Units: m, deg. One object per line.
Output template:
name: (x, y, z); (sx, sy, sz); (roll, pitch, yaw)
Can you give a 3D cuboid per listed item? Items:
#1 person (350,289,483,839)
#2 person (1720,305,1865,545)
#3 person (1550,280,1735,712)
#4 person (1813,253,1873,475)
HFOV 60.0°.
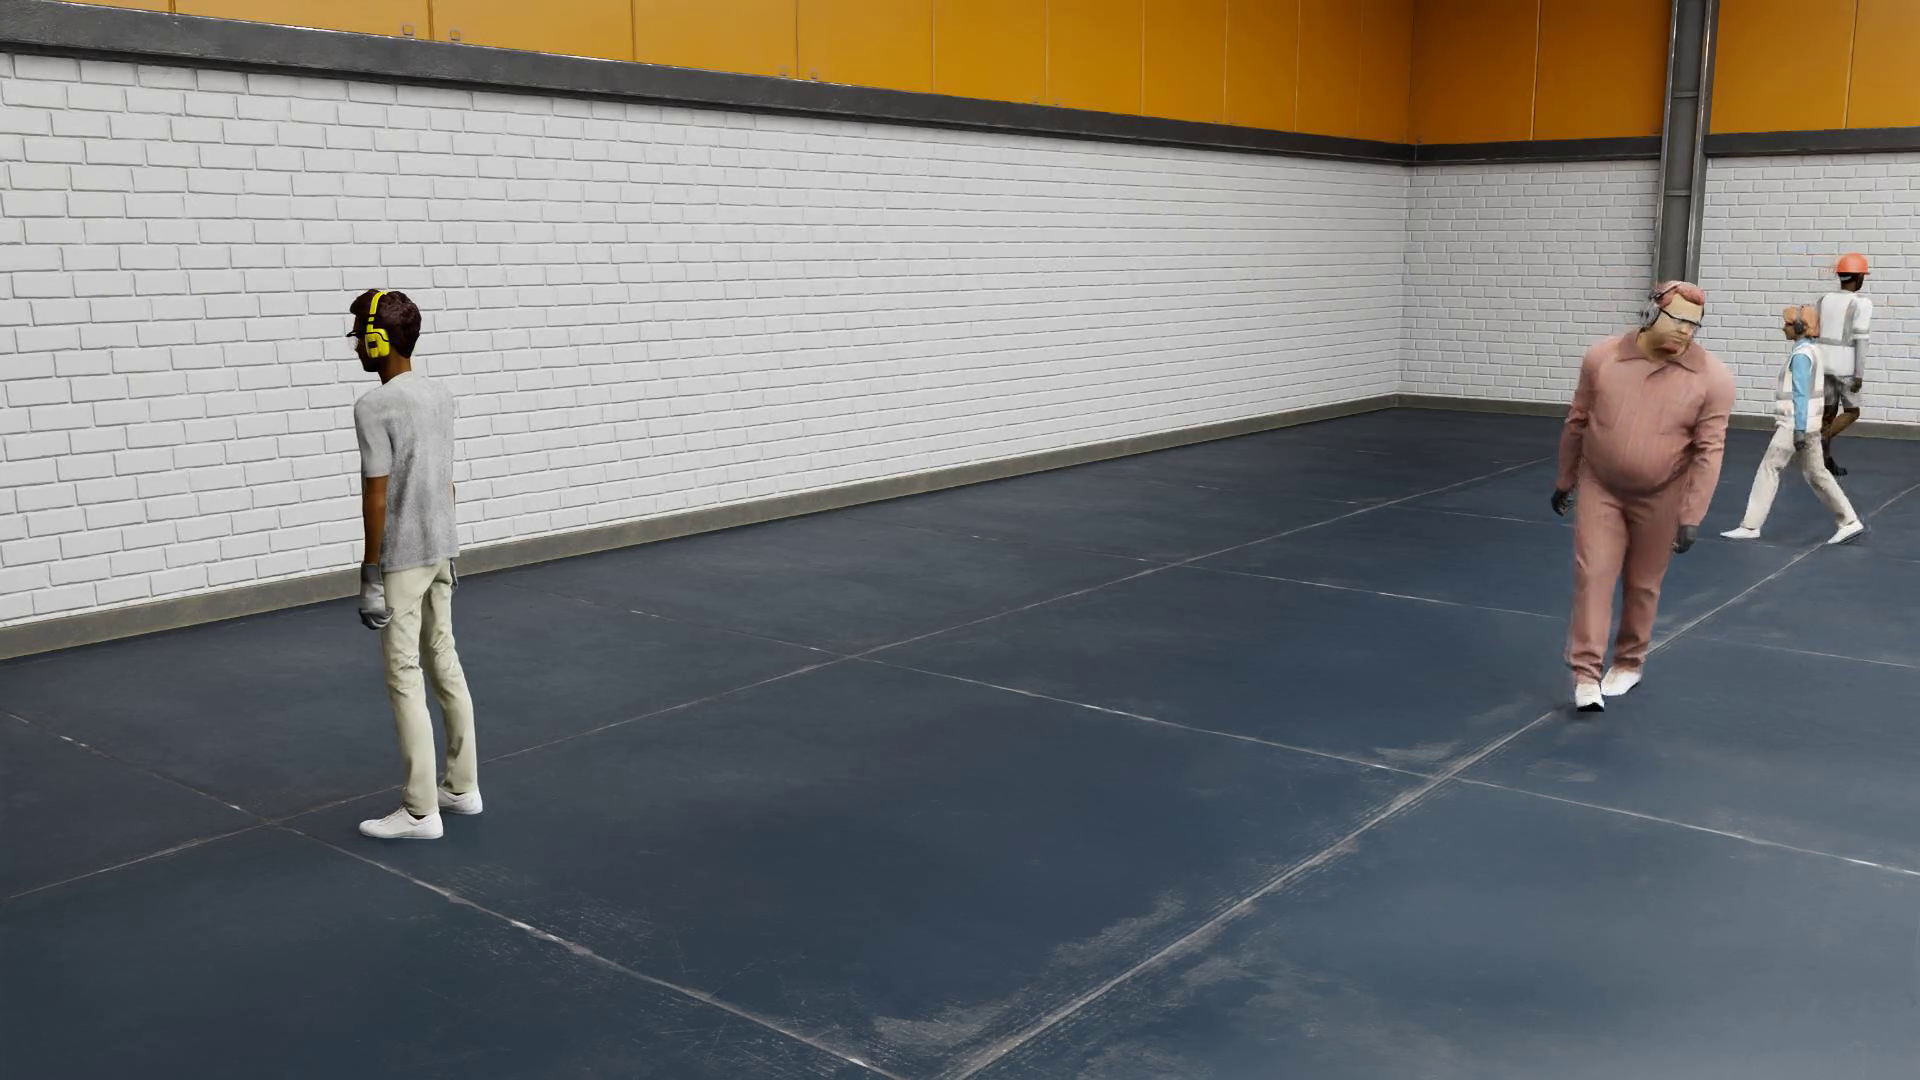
person: (-1.873, 0.086, 5.665); (0.317, 1.861, 0.514); (3, 11, 15)
person: (5.642, -0.761, 11.093); (0.841, 1.604, 0.532); (7, 12, 34)
person: (2.870, -0.171, 7.106); (0.721, 1.852, 0.888); (5, 11, 27)
person: (7.415, -1.467, 14.115); (0.571, 1.923, 0.551); (-4, 11, -23)
